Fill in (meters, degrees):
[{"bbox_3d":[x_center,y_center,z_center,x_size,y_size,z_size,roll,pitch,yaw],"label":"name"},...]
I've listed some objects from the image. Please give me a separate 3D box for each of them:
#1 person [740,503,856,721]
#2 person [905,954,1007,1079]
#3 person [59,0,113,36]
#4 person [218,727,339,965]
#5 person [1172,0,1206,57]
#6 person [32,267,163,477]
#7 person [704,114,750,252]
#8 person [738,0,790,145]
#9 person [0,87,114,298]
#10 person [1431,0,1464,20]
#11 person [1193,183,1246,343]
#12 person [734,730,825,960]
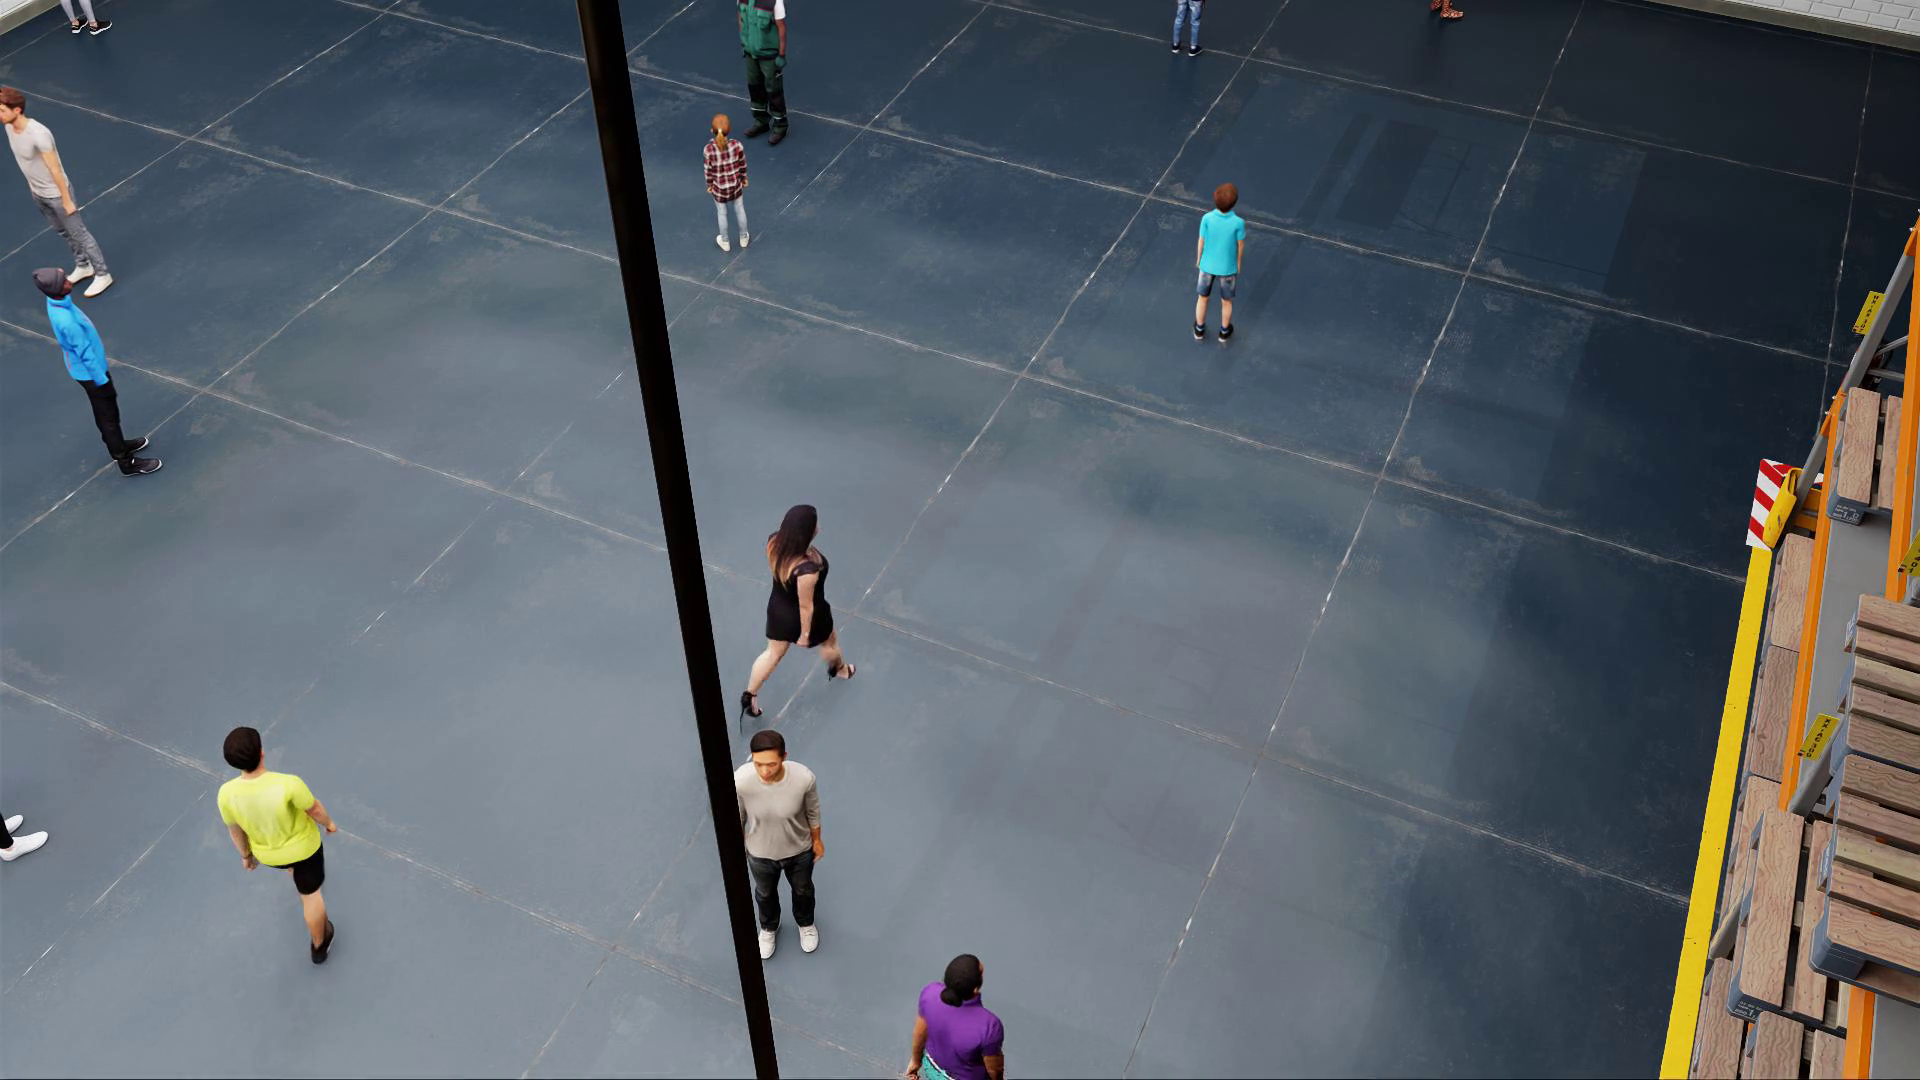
[{"bbox_3d":[-1.108,0.511,10.510,1.211,1.665,0.944,-31,51,-28],"label":"person"},{"bbox_3d":[-0.074,2.691,8.179,0.863,1.723,1.241,33,52,30],"label":"person"},{"bbox_3d":[-9.482,-6.170,17.485,0.600,1.717,0.583,9,44,9],"label":"person"},{"bbox_3d":[-3.745,1.738,9.219,0.986,1.670,1.143,-5,44,-5],"label":"person"},{"bbox_3d":[2.400,-5.666,17.292,0.498,1.253,0.488,20,47,20],"label":"person"},{"bbox_3d":[-6.425,-1.245,12.262,0.694,1.792,0.693,-28,50,-26],"label":"person"},{"bbox_3d":[-2.046,-3.144,14.607,0.623,1.306,0.682,-13,45,-14],"label":"person"},{"bbox_3d":[-1.871,-4.662,15.814,0.715,1.839,0.650,25,49,24],"label":"person"},{"bbox_3d":[-7.627,-2.945,13.972,0.665,1.894,0.574,22,48,22],"label":"person"},{"bbox_3d":[5.318,-6.441,17.768,0.731,1.719,0.656,-11,45,-11],"label":"person"},{"bbox_3d":[2.114,-2.267,13.583,0.553,1.449,0.532,10,45,11],"label":"person"},{"bbox_3d":[-1.001,1.660,9.198,0.736,1.812,0.733,-5,44,-5],"label":"person"}]
